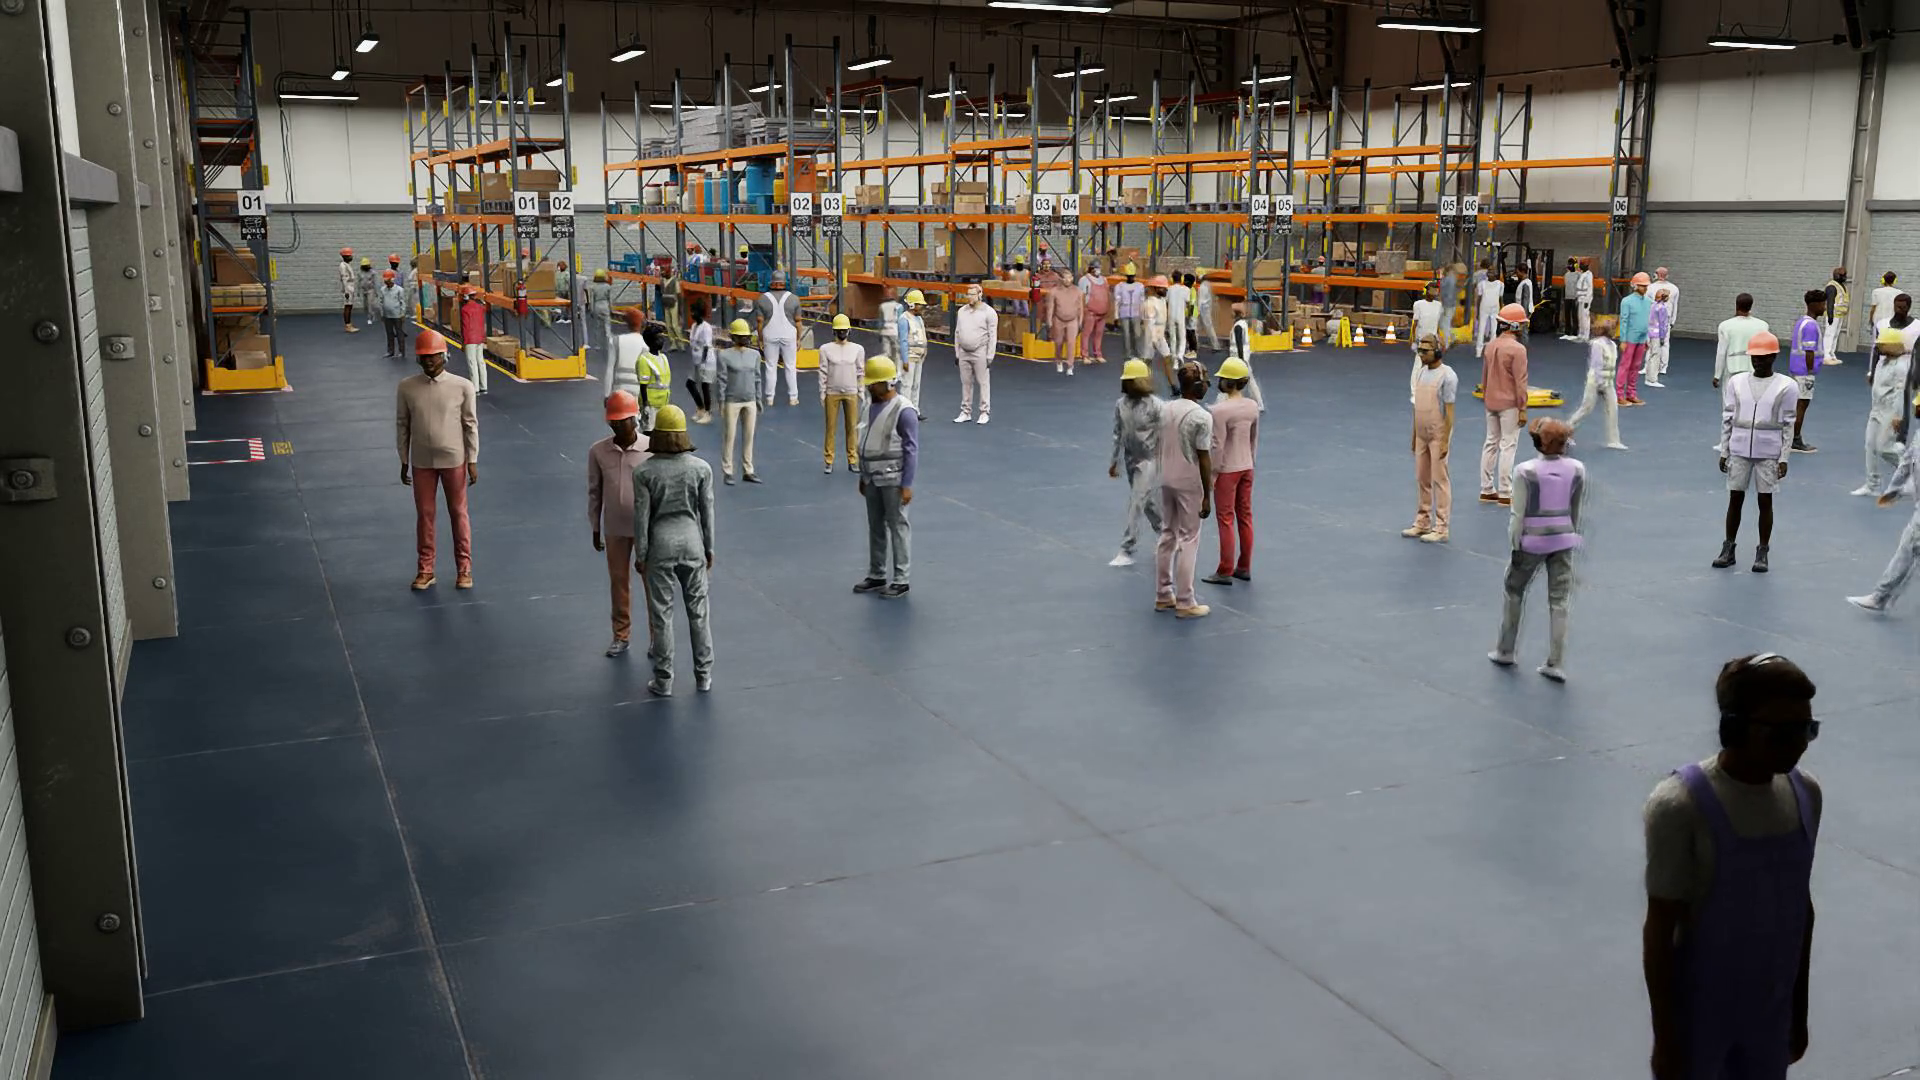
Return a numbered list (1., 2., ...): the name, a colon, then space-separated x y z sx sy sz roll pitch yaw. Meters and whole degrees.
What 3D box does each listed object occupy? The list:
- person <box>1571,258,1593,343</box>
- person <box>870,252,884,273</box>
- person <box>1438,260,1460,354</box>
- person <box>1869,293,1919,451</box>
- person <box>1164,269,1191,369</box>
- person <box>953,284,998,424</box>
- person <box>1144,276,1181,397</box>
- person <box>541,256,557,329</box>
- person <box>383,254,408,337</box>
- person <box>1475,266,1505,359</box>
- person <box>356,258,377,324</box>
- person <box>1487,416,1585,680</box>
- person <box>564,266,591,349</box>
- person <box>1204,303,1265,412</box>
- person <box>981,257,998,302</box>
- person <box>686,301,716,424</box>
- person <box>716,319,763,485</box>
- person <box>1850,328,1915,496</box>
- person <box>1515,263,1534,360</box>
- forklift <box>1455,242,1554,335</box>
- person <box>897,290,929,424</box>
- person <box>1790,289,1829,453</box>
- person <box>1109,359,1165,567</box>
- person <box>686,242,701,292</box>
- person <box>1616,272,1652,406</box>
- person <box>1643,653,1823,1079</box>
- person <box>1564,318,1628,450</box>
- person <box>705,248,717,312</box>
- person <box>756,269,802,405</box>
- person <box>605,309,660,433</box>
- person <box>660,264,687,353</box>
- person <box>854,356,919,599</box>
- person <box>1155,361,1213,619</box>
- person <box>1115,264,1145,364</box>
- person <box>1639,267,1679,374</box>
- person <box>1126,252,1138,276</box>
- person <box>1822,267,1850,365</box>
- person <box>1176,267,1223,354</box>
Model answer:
1. person: 13.907 -5.336 37.054 0.356 1.881 0.575 1 11 6
2. person: -2.147 -6.976 45.505 0.621 1.840 0.430 -7 13 -32
3. person: 9.976 -4.752 34.006 0.497 1.919 0.629 -1 11 -3
4. person: 11.412 -2.041 20.251 0.384 1.910 0.593 -7 13 -33
5. person: 3.998 -4.061 30.678 0.528 1.841 0.539 2 11 10
6. person: 0.190 -2.544 22.803 0.643 1.909 0.410 7 13 31
7. person: 3.166 -3.146 25.873 0.936 1.896 0.578 8 14 36
8. person: -10.389 -6.199 41.609 0.568 1.820 0.708 -8 14 -37
9. person: -13.114 -5.673 38.669 0.396 1.930 0.539 5 12 26
10. person: 10.491 -4.505 32.934 0.505 1.842 0.345 3 12 15
11. person: -15.440 -6.492 43.339 0.495 1.723 0.556 -1 11 -7
12. person: 3.619 0.035 10.408 0.512 1.617 0.679 -2 11 -8
13. person: -8.106 -4.971 35.234 0.526 1.869 0.315 -1 11 -6
14. person: 4.009 -2.618 23.973 0.865 1.593 0.551 4 12 18
15. person: 0.841 -7.968 50.469 0.597 1.872 0.882 -3 12 -15
16. person: -3.551 -2.420 22.735 0.383 1.685 0.550 -8 14 -35
17. person: -2.331 -1.467 17.689 0.533 1.767 0.325 -8 14 -34
18. person: 9.423 -1.282 16.841 0.529 1.723 0.494 0 11 0
19. person: 10.892 -4.387 32.157 0.393 1.913 0.587 3 11 13
20. forklift: 13.047 -6.049 39.881 2.313 2.155 1.214 -5 12 -23
21. person: -0.646 -2.502 22.807 0.403 1.824 0.591 5 12 22
22. person: 10.234 -2.044 20.109 0.361 1.963 0.613 3 12 15
23. person: 1.534 -0.664 13.780 0.884 1.700 0.494 -11 15 -43
24. person: -7.805 -7.626 48.280 0.605 2.045 0.378 6 13 30
25. person: 10.113 -3.001 24.898 0.613 1.994 0.395 -6 13 -29
26. person: 1.897 1.167 4.118 0.509 1.839 0.353 -4 12 -18
27. person: 7.812 -1.925 20.422 0.515 1.604 0.802 -8 14 -36
28. person: -7.278 -7.642 48.908 0.498 1.830 0.802 -4 12 -21
29. person: -2.713 -3.043 24.994 0.687 2.000 0.538 -1 11 -6
30. person: -3.589 -1.624 18.375 0.601 1.815 0.950 2 11 9
31. person: -5.929 -4.765 34.290 0.606 1.825 0.431 10 15 43
32. person: -0.568 -0.471 12.478 0.403 1.824 0.604 -9 14 -40
33. person: 1.608 -0.354 11.866 0.344 1.839 0.501 -8 13 -34
34. person: 3.212 -4.242 31.412 0.606 1.909 0.465 -1 11 -5
35. person: 12.464 -3.905 29.720 0.649 1.907 0.409 -1 11 -7
36. person: 4.975 -7.418 47.971 0.340 1.748 0.563 -1 11 -7
37. person: 16.719 -4.270 31.741 0.429 1.843 0.632 11 15 43
38. person: 4.940 -4.664 33.937 0.959 1.774 0.590 1 11 7
